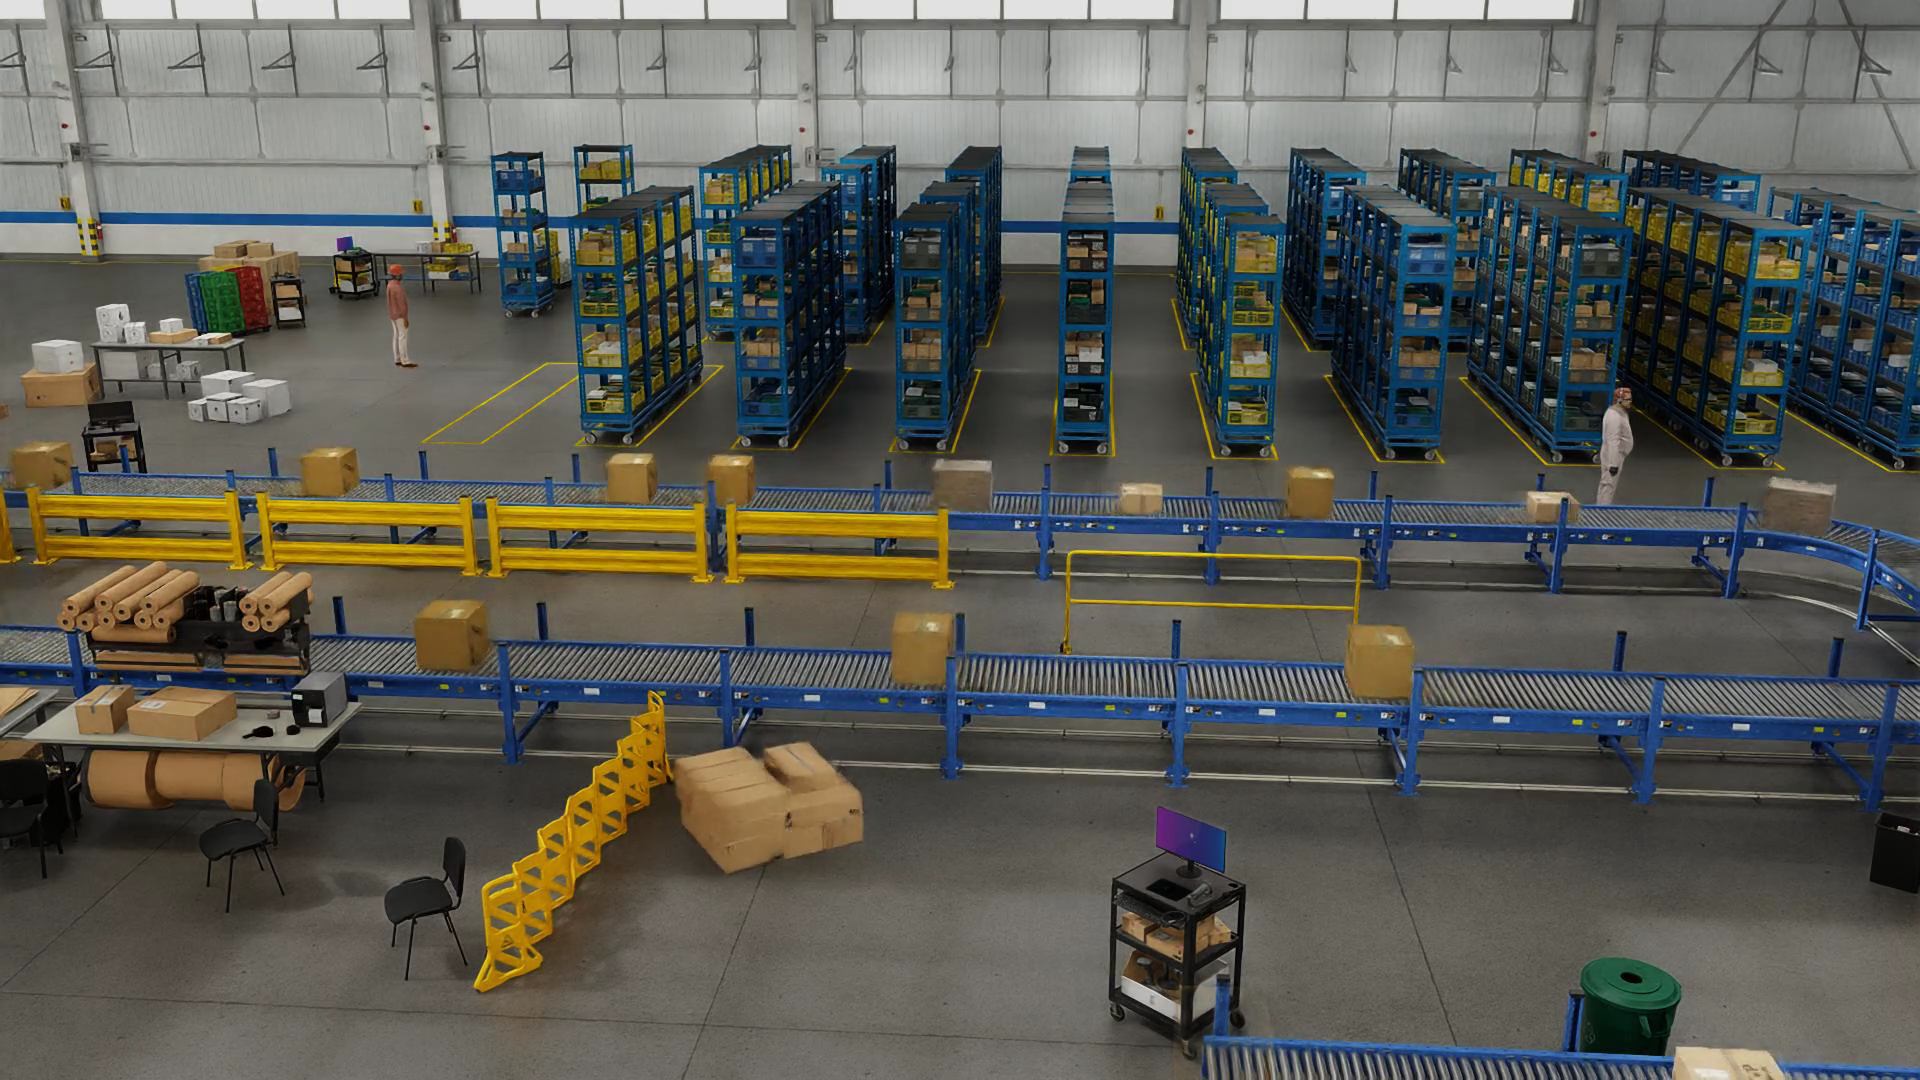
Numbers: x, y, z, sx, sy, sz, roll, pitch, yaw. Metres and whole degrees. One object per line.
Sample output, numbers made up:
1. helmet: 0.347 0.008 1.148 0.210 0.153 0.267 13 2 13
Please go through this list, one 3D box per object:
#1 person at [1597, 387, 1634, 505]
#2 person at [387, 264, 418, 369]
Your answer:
1. person: 8.593 -1.063 21.814 0.409 1.908 0.647 6 18 18
2. person: -10.731 -4.281 31.879 0.382 1.993 0.622 -15 23 -39
